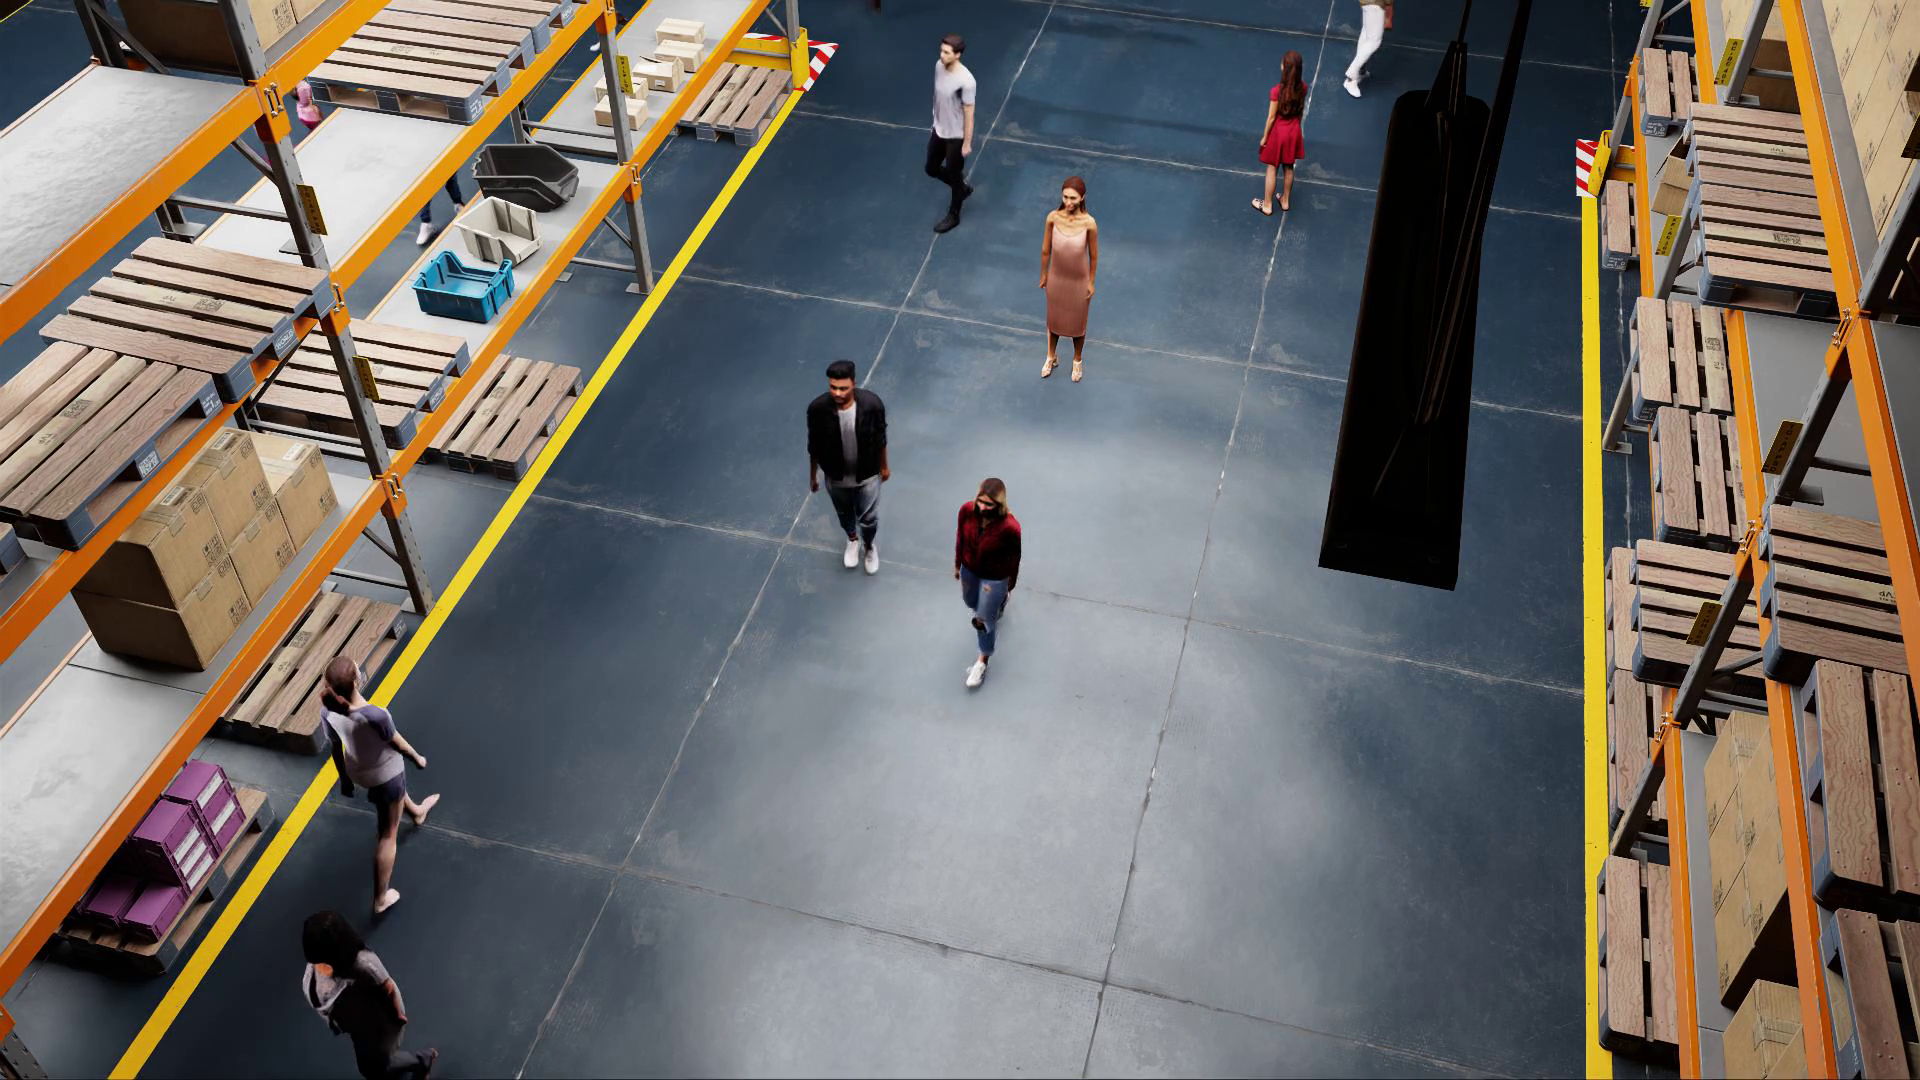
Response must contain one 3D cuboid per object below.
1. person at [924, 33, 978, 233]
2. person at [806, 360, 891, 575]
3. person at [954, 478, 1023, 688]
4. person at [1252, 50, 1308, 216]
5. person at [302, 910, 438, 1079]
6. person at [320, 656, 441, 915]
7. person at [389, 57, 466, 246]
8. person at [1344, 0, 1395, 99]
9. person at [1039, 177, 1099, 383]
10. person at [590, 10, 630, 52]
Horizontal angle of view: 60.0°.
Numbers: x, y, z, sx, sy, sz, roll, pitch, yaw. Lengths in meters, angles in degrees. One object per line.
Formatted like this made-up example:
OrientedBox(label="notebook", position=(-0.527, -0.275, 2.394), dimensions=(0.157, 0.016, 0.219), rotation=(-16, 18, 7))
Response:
OrientedBox(label="person", position=(-0.009, -3.625, 14.711), dimensions=(0.931, 1.857, 0.872), rotation=(-29, 51, -27))
OrientedBox(label="person", position=(-0.750, -0.588, 11.564), dimensions=(0.764, 1.800, 0.720), rotation=(2, 44, 2))
OrientedBox(label="person", position=(0.197, 0.174, 10.901), dimensions=(0.816, 1.611, 1.073), rotation=(24, 49, 23))
OrientedBox(label="person", position=(2.906, -3.668, 14.977), dimensions=(0.681, 1.552, 0.740), rotation=(-16, 46, -16))
OrientedBox(label="person", position=(-3.042, 2.361, 8.617), dimensions=(0.741, 1.595, 0.786), rotation=(29, 51, 27))
OrientedBox(label="person", position=(-3.376, 1.410, 9.524), dimensions=(0.598, 1.721, 1.140), rotation=(13, 45, 13))
OrientedBox(label="person", position=(-4.710, -3.530, 14.669), dimensions=(0.804, 1.777, 0.923), rotation=(-2, 44, -2))
OrientedBox(label="person", position=(4.140, -5.372, 16.590), dimensions=(0.902, 1.795, 0.636), rotation=(-9, 44, -9))
OrientedBox(label="person", position=(0.863, -2.044, 13.070), dimensions=(0.583, 1.831, 0.491), rotation=(10, 45, 11))
OrientedBox(label="person", position=(-3.646, -5.830, 17.195), dimensions=(0.916, 1.623, 0.856), rotation=(-22, 48, -21))
